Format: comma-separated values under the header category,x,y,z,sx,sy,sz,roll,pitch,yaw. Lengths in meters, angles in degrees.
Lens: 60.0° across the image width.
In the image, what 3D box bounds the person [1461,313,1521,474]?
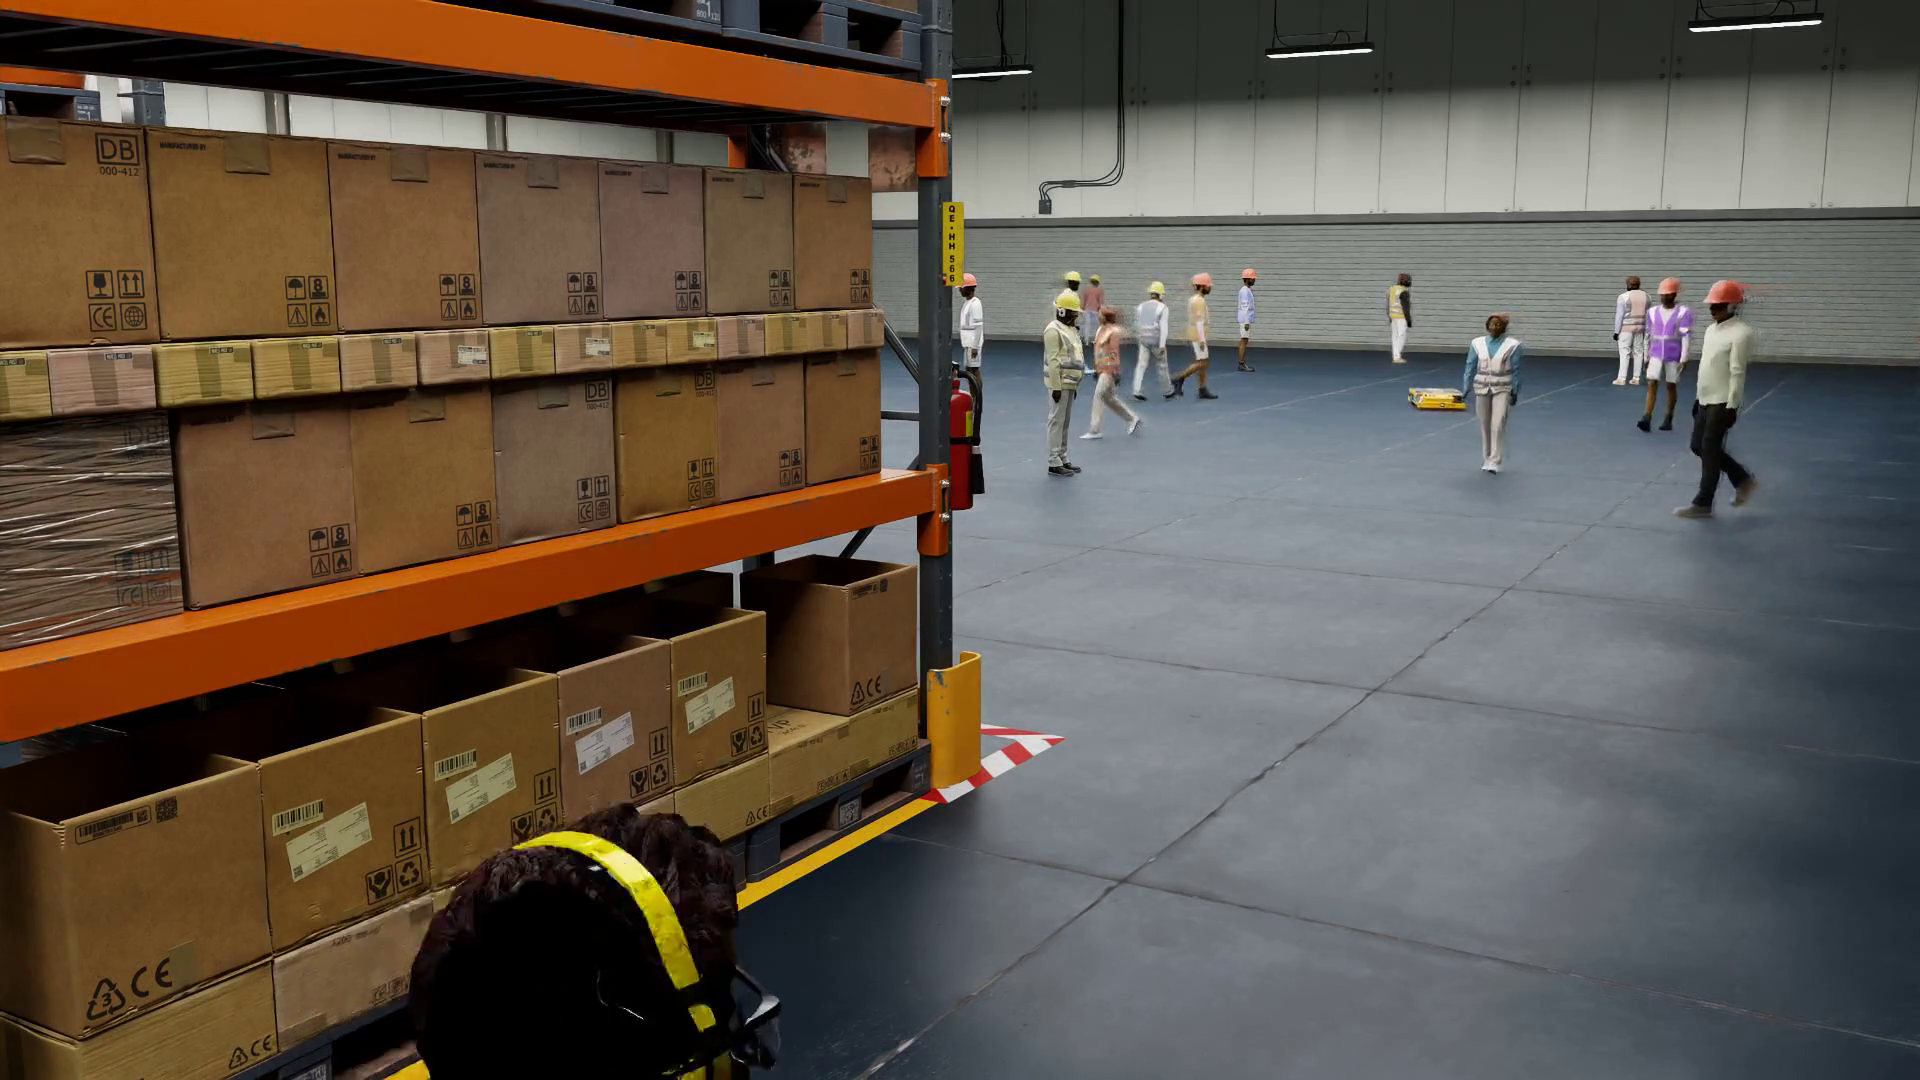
category,x,y,z,sx,sy,sz,roll,pitch,yaw
person,5.312,-1.463,16.686,0.527,1.603,0.807,6,12,32

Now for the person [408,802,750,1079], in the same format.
category,x,y,z,sx,sy,sz,roll,pitch,yaw
person,-0.273,1.077,1.190,0.540,1.822,0.974,5,11,29

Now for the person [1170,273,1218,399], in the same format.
category,x,y,z,sx,sy,sz,roll,pitch,yaw
person,3.587,-3.079,25.215,0.636,1.926,0.557,2,10,10

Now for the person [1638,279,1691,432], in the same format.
category,x,y,z,sx,sy,sz,roll,pitch,yaw
person,8.695,-2.265,20.539,0.572,1.884,0.972,7,12,37

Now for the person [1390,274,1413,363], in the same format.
category,x,y,z,sx,sy,sz,roll,pitch,yaw
person,9.018,-4.519,33.986,0.431,1.815,0.674,-1,10,-4

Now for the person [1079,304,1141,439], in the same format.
category,x,y,z,sx,sy,sz,roll,pitch,yaw
person,1.803,-2.009,19.845,0.747,1.614,0.519,-2,10,-12

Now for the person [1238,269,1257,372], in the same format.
category,x,y,z,sx,sy,sz,roll,pitch,yaw
person,5.423,-4.147,31.419,0.354,1.939,0.544,1,10,9

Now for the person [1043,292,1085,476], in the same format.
category,x,y,z,sx,sy,sz,roll,pitch,yaw
person,1.041,-1.552,16.565,0.403,1.823,0.588,3,10,19

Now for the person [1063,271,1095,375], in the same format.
category,x,y,z,sx,sy,sz,roll,pitch,yaw
person,2.109,-3.948,30.372,0.890,1.888,0.599,0,10,-2

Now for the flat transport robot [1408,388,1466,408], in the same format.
category,x,y,z,sx,sy,sz,roll,pitch,yaw
flat transport robot,6.905,-2.065,24.103,0.652,0.197,1.431,2,10,9

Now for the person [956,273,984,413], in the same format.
category,x,y,z,sx,sy,sz,roll,pitch,yaw
person,0.135,-2.729,23.130,0.376,1.934,0.548,-2,10,-14

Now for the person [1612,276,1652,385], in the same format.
category,x,y,z,sx,sy,sz,roll,pitch,yaw
person,11.337,-3.536,28.125,0.625,1.845,0.429,-2,10,-12

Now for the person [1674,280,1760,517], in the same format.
category,x,y,z,sx,sy,sz,roll,pitch,yaw
person,6.357,-1.166,13.837,0.671,1.979,0.631,0,10,0

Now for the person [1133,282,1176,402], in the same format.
category,x,y,z,sx,sy,sz,roll,pitch,yaw
person,2.902,-2.960,24.923,0.599,1.789,0.917,8,13,39

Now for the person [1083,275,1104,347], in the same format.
category,x,y,z,sx,sy,sz,roll,pitch,yaw
person,3.214,-5.502,39.997,0.534,1.720,0.877,3,10,17
